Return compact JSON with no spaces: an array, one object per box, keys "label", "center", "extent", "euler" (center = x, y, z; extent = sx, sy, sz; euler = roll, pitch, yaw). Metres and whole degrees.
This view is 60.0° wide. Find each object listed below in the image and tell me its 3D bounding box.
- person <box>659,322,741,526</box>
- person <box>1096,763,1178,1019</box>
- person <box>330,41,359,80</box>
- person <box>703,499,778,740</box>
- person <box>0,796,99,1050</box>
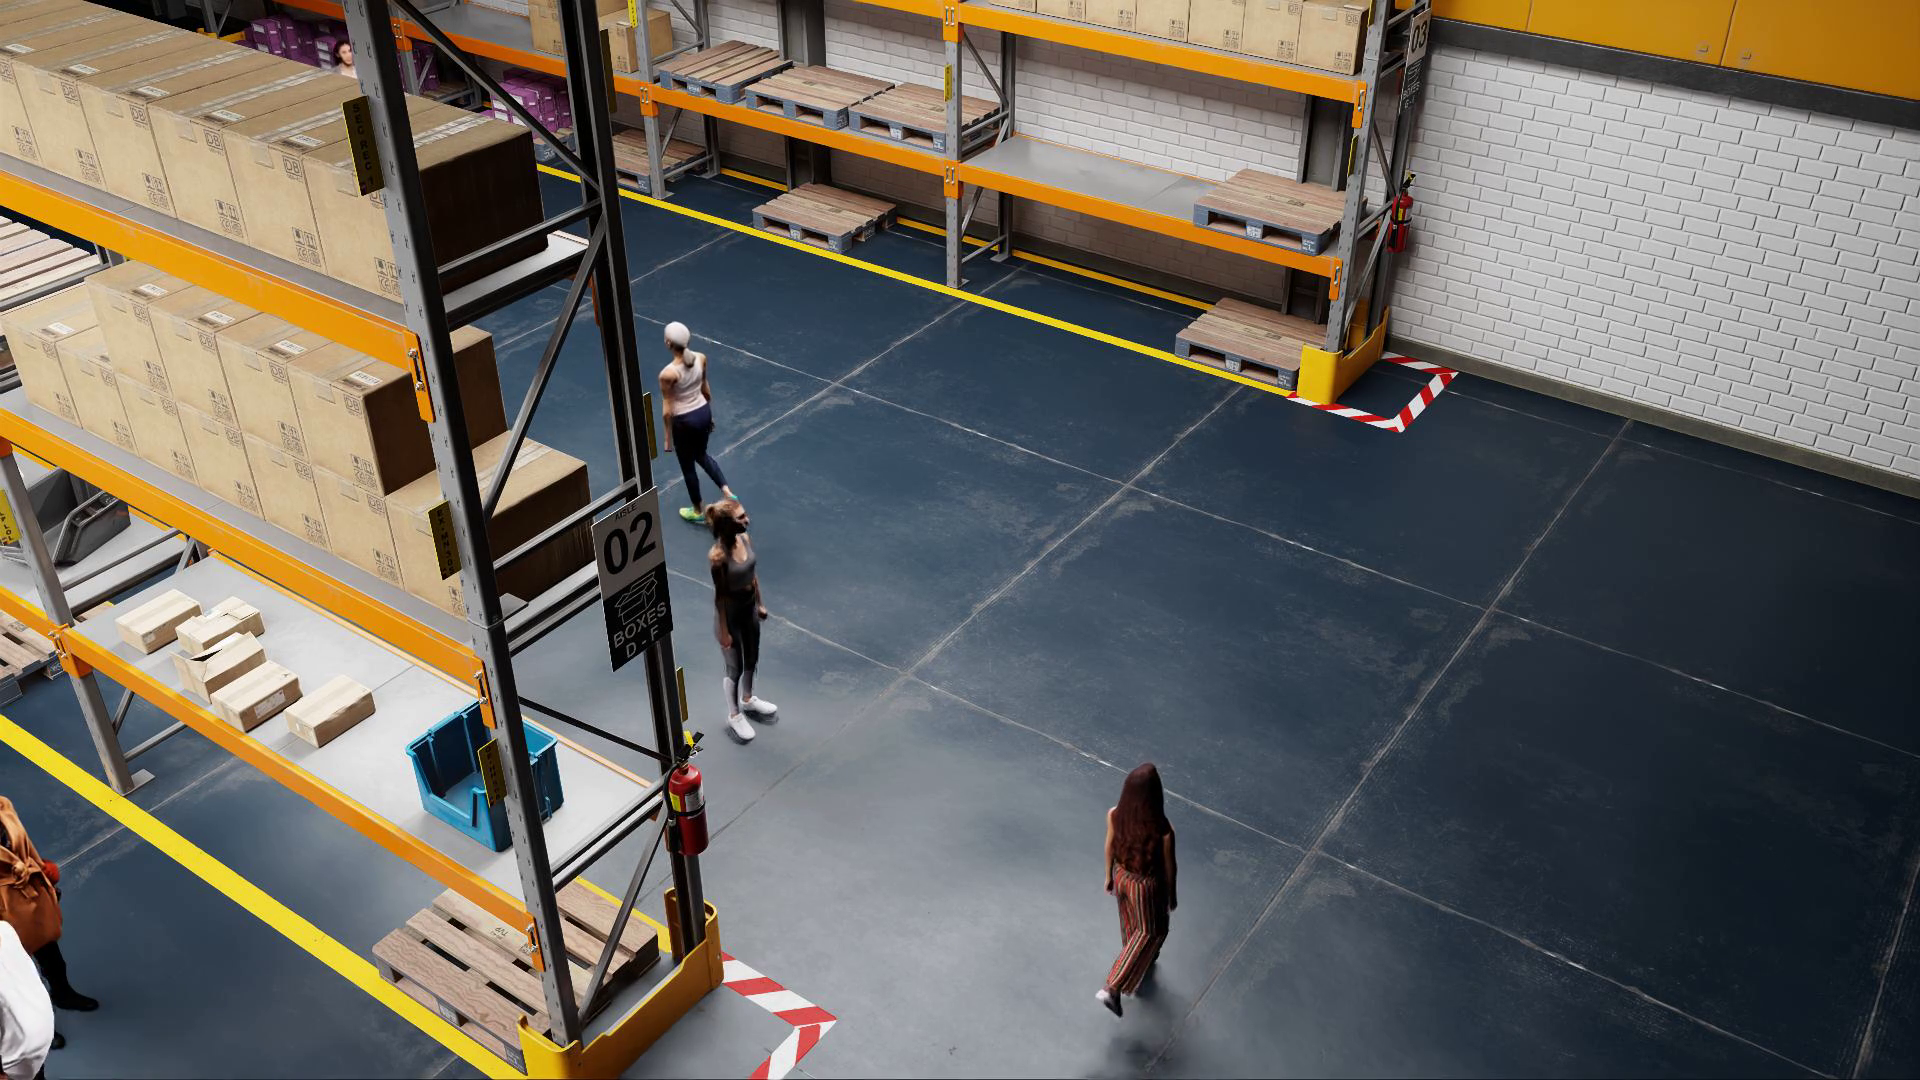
[{"label":"person","center":[-1.948,-0.808,12.415],"extent":[0.816,1.689,0.630],"euler":[25,41,33]},{"label":"person","center":[0.898,1.825,8.576],"extent":[0.803,1.552,0.612],"euler":[21,39,29]},{"label":"person","center":[-6.648,-4.641,18.242],"extent":[0.876,1.622,1.188],"euler":[-22,39,-29]},{"label":"person","center":[-1.408,0.480,10.463],"extent":[0.559,1.704,0.608],"euler":[21,39,29]},{"label":"person","center":[-4.785,1.841,8.395],"extent":[0.715,1.727,0.754],"euler":[9,35,13]}]
